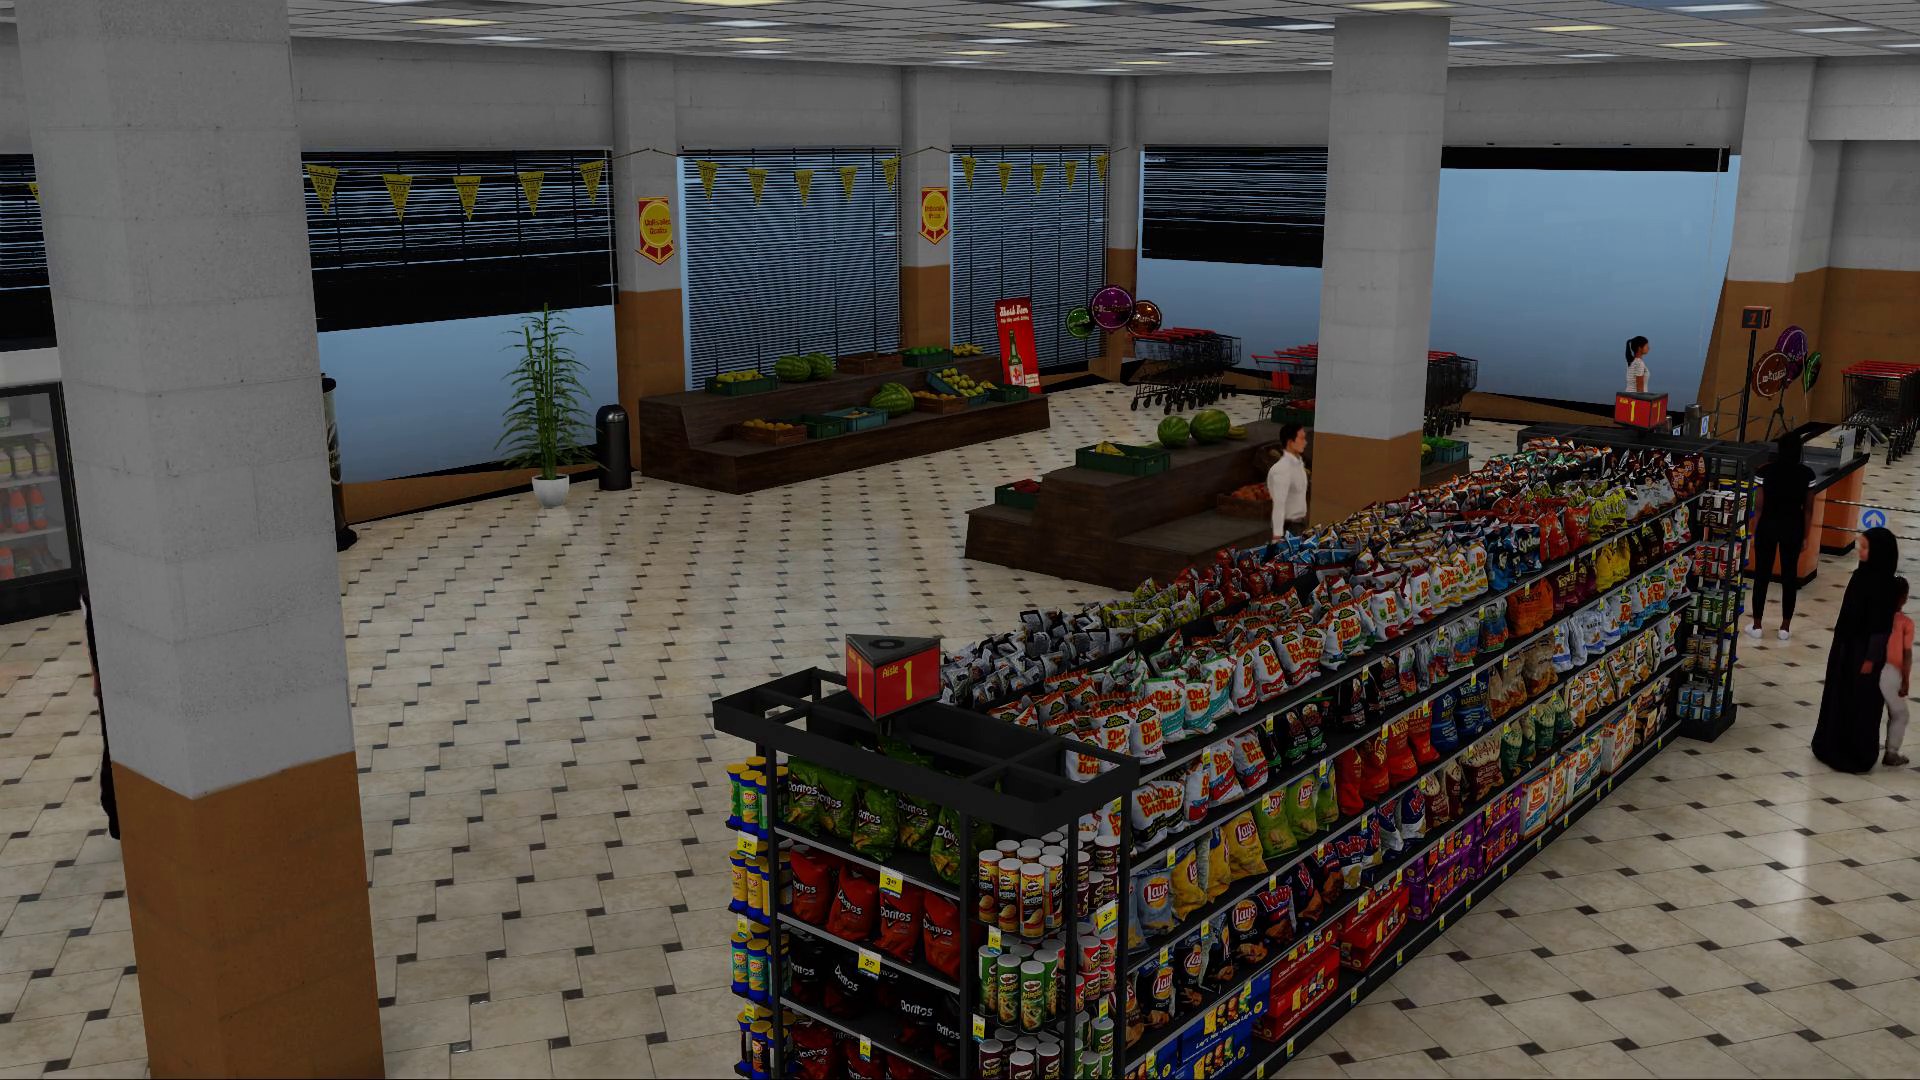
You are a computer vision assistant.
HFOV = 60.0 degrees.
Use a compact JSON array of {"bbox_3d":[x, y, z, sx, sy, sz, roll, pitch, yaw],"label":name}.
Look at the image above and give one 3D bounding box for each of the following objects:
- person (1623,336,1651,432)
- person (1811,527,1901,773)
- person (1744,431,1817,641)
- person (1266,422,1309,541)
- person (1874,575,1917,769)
[{"bbox_3d":[8.405,-1.724,20.738,0.715,1.647,0.629,1,14,5],"label":"person"},{"bbox_3d":[5.879,0.698,10.821,0.765,1.614,0.682,2,14,7],"label":"person"},{"bbox_3d":[6.719,-0.043,13.631,0.699,1.729,0.711,4,14,16],"label":"person"},{"bbox_3d":[2.614,-0.083,13.662,0.954,1.792,1.094,5,15,21],"label":"person"},{"bbox_3d":[5.939,0.876,10.758,0.650,1.298,0.574,-10,17,-37],"label":"person"}]
